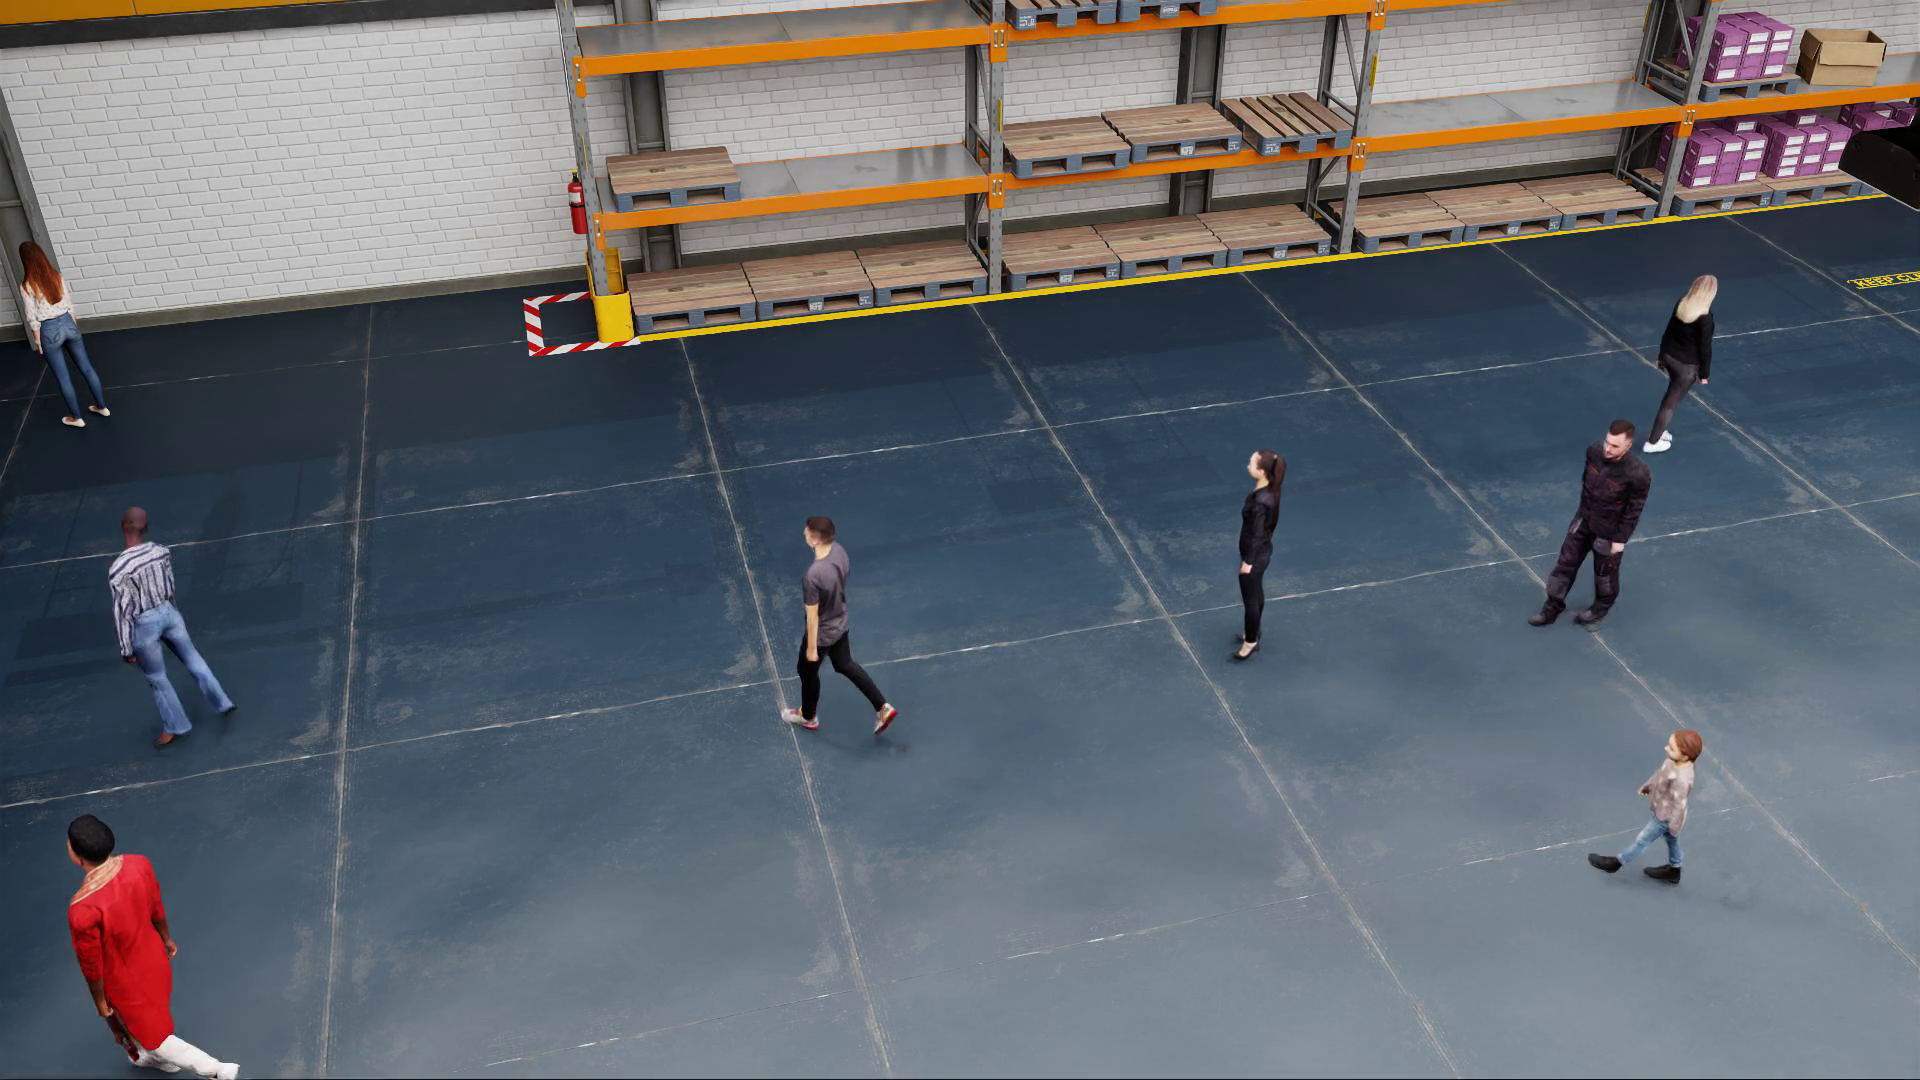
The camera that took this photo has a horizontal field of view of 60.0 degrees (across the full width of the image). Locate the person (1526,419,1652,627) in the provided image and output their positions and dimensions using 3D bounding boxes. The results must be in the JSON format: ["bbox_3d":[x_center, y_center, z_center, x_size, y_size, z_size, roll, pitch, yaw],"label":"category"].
[{"bbox_3d":[4.740,-0.160,12.131,1.111,1.810,0.936,-17,37,-24],"label":"person"}]

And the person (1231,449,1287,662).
[{"bbox_3d":[2.103,0.098,11.832,0.659,1.712,0.642,11,35,16],"label":"person"}]

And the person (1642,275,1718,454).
[{"bbox_3d":[6.093,-1.473,14.229,0.576,1.673,0.627,-9,35,-14],"label":"person"}]

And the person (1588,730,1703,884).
[{"bbox_3d":[4.323,1.630,10.018,0.854,1.169,0.736,11,35,17],"label":"person"}]

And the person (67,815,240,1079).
[{"bbox_3d":[-4.175,2.196,8.541,1.194,1.859,1.020,9,35,13],"label":"person"}]

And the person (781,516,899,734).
[{"bbox_3d":[-0.815,0.617,11.025,1.169,1.739,1.053,13,36,19],"label":"person"}]

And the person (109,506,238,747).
[{"bbox_3d":[-5.349,0.612,11.004,0.876,1.772,0.874,1,34,1],"label":"person"}]

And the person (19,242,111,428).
[{"bbox_3d":[-7.970,-1.829,14.717,0.702,1.727,0.633,20,38,27],"label":"person"}]
